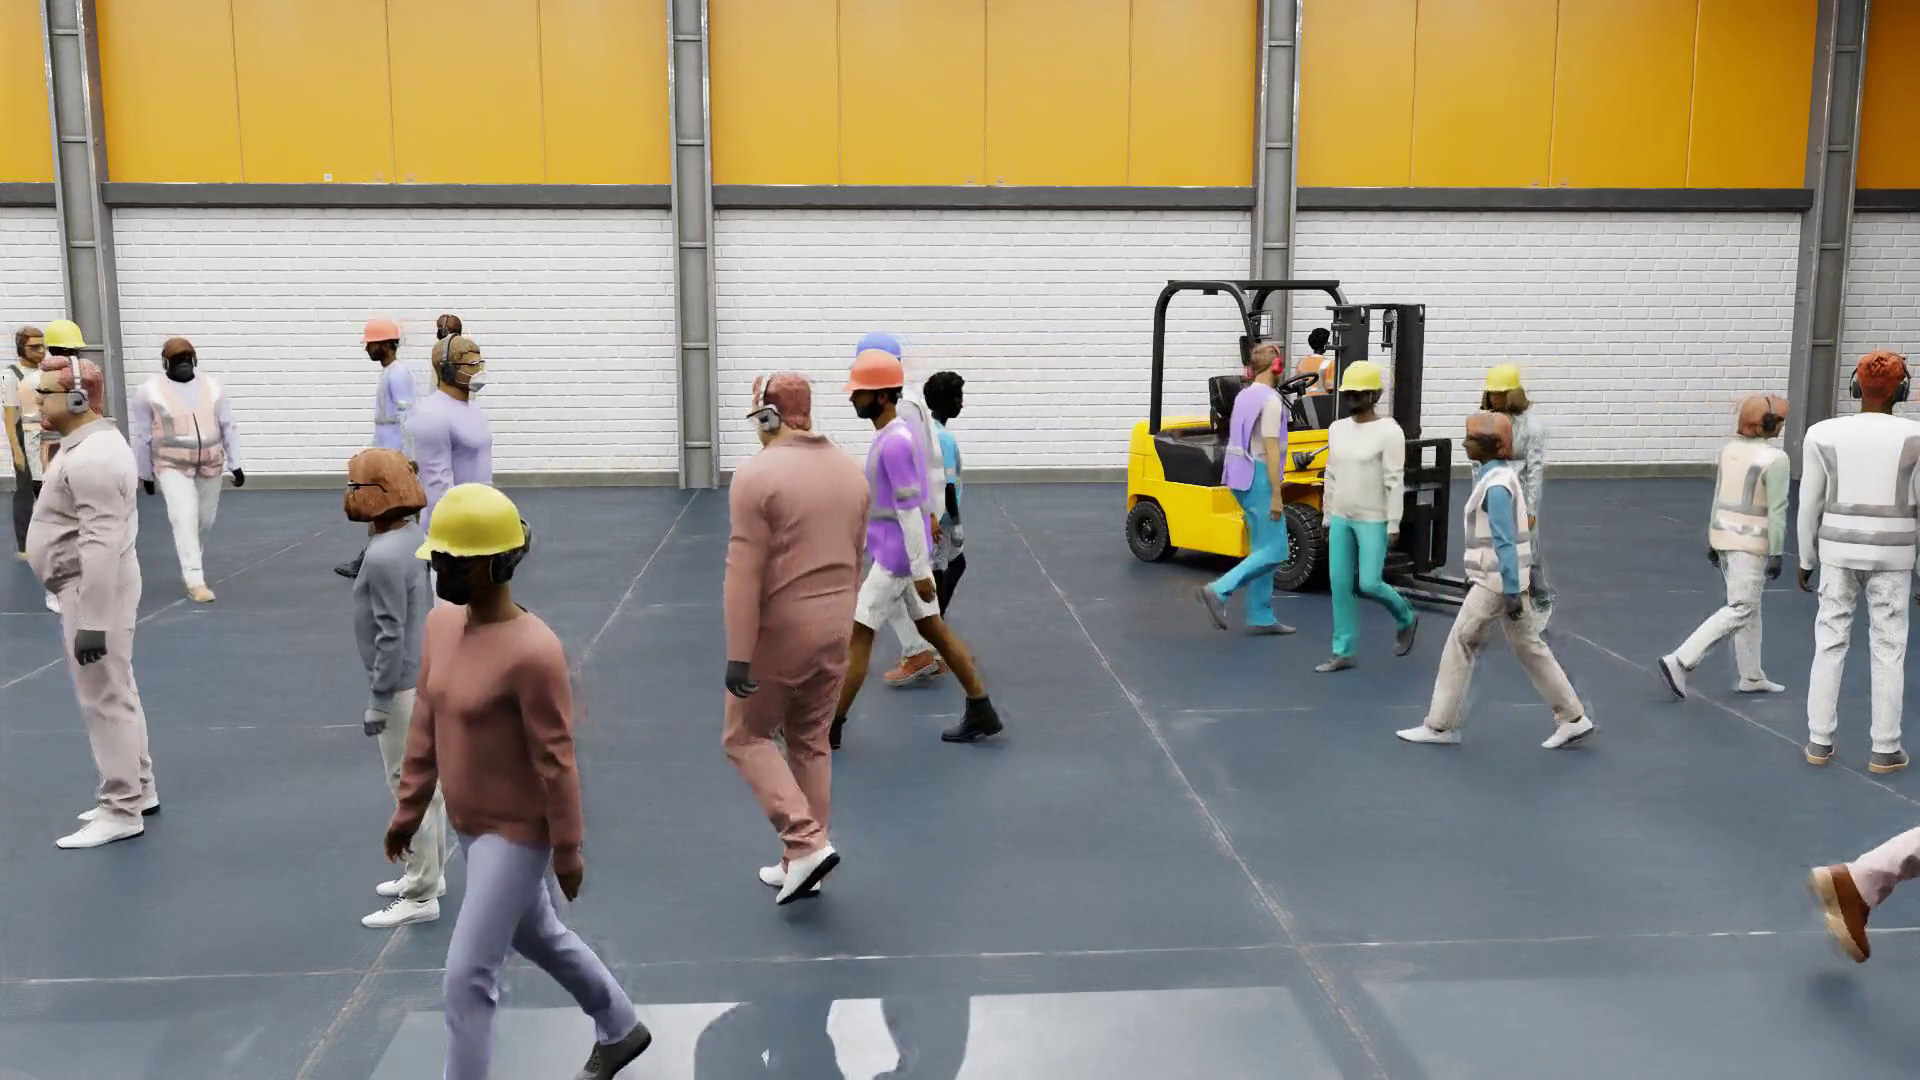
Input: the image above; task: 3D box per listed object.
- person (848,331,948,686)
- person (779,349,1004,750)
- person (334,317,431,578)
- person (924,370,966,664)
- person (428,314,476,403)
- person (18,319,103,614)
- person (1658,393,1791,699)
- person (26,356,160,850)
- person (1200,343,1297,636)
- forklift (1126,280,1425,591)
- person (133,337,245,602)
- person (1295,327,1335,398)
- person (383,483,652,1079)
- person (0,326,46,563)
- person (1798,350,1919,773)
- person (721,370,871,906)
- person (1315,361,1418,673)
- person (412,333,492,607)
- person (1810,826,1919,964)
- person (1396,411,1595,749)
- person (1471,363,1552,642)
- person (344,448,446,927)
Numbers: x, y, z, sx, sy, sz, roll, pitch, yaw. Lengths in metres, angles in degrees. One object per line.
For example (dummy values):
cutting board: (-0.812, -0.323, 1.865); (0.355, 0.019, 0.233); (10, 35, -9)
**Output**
person: (-0.309, -0.162, 8.954); (0.541, 1.915, 0.644); (-1, 9, -6)
person: (-0.282, 0.059, 7.721); (1.056, 1.885, 0.544); (0, 9, 3)
person: (-4.251, -0.669, 12.194); (0.881, 1.900, 0.552); (-3, 10, -18)
person: (-0.093, -0.119, 9.420); (0.477, 1.675, 0.558); (-2, 9, -13)
person: (-4.887, -1.248, 16.018); (0.429, 1.844, 0.625); (1, 9, 8)
person: (-5.864, -0.488, 10.980); (0.387, 1.926, 0.591); (4, 10, 23)
person: (4.010, 0.043, 8.644); (0.740, 1.614, 0.526); (-1, 9, -8)
person: (-3.399, 0.247, 6.509); (0.420, 1.922, 0.664); (-5, 10, -26)
person: (1.772, -0.296, 10.167); (0.587, 1.801, 0.629); (-1, 9, -8)
forklift: (2.301, -0.860, 12.475); (1.214, 2.155, 2.313); (-6, 11, -35)
person: (-5.373, -0.513, 11.540); (0.897, 1.807, 0.623); (9, 13, 44)
person: (3.606, -1.301, 16.837); (0.320, 1.695, 0.533); (-6, 11, -34)
person: (-1.120, 0.696, 4.177); (0.897, 1.725, 0.532); (-9, 13, -44)
person: (-6.977, -0.710, 12.701); (0.751, 1.817, 0.555); (3, 9, 17)
person: (4.052, 0.100, 7.437); (0.573, 1.879, 0.356); (7, 11, 36)
person: (-0.572, 0.350, 5.859); (0.457, 1.883, 0.676); (7, 12, 39)
person: (2.277, -0.129, 9.281); (0.587, 1.751, 0.529); (-7, 11, -36)
person: (-2.384, -0.013, 7.964); (0.373, 1.940, 0.628); (0, 9, 0)
person: (3.045, 0.455, 4.923); (0.783, 1.973, 0.621); (5, 11, 30)
person: (2.550, 0.196, 7.732); (0.863, 1.596, 0.499); (4, 10, 21)
person: (3.342, -0.230, 10.060); (0.484, 1.705, 0.850); (8, 12, 43)
person: (-1.935, 0.499, 5.695); (0.279, 1.634, 0.499); (-1, 9, -8)
